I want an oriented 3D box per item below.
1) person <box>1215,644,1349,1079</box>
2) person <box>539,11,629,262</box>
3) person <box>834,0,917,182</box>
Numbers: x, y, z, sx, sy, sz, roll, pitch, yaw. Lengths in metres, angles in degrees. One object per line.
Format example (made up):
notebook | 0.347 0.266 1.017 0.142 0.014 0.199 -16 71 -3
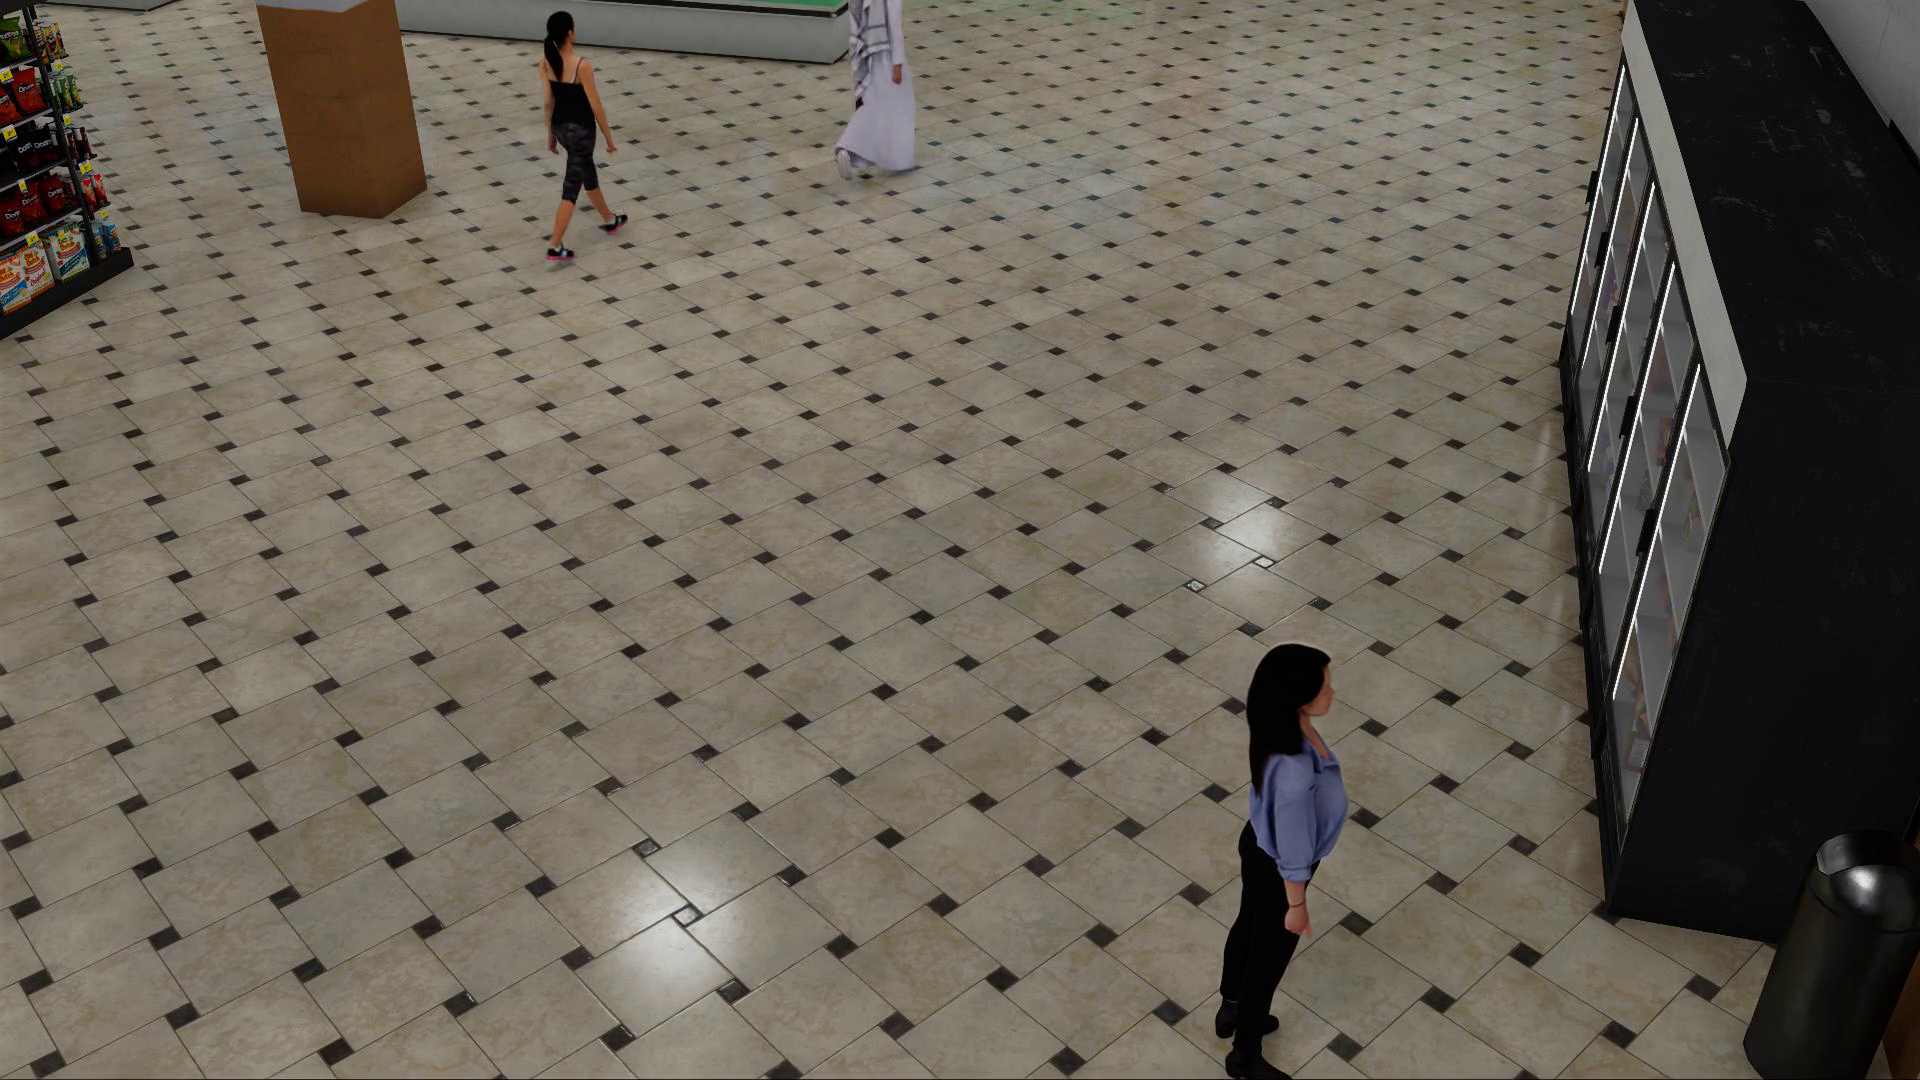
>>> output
person | 1.018 1.065 5.396 0.649 1.744 0.702 0 32 0
person | -2.738 -2.760 11.608 1.148 1.676 0.808 14 35 22
person | -0.685 -3.706 12.914 1.109 1.902 1.034 25 40 34
